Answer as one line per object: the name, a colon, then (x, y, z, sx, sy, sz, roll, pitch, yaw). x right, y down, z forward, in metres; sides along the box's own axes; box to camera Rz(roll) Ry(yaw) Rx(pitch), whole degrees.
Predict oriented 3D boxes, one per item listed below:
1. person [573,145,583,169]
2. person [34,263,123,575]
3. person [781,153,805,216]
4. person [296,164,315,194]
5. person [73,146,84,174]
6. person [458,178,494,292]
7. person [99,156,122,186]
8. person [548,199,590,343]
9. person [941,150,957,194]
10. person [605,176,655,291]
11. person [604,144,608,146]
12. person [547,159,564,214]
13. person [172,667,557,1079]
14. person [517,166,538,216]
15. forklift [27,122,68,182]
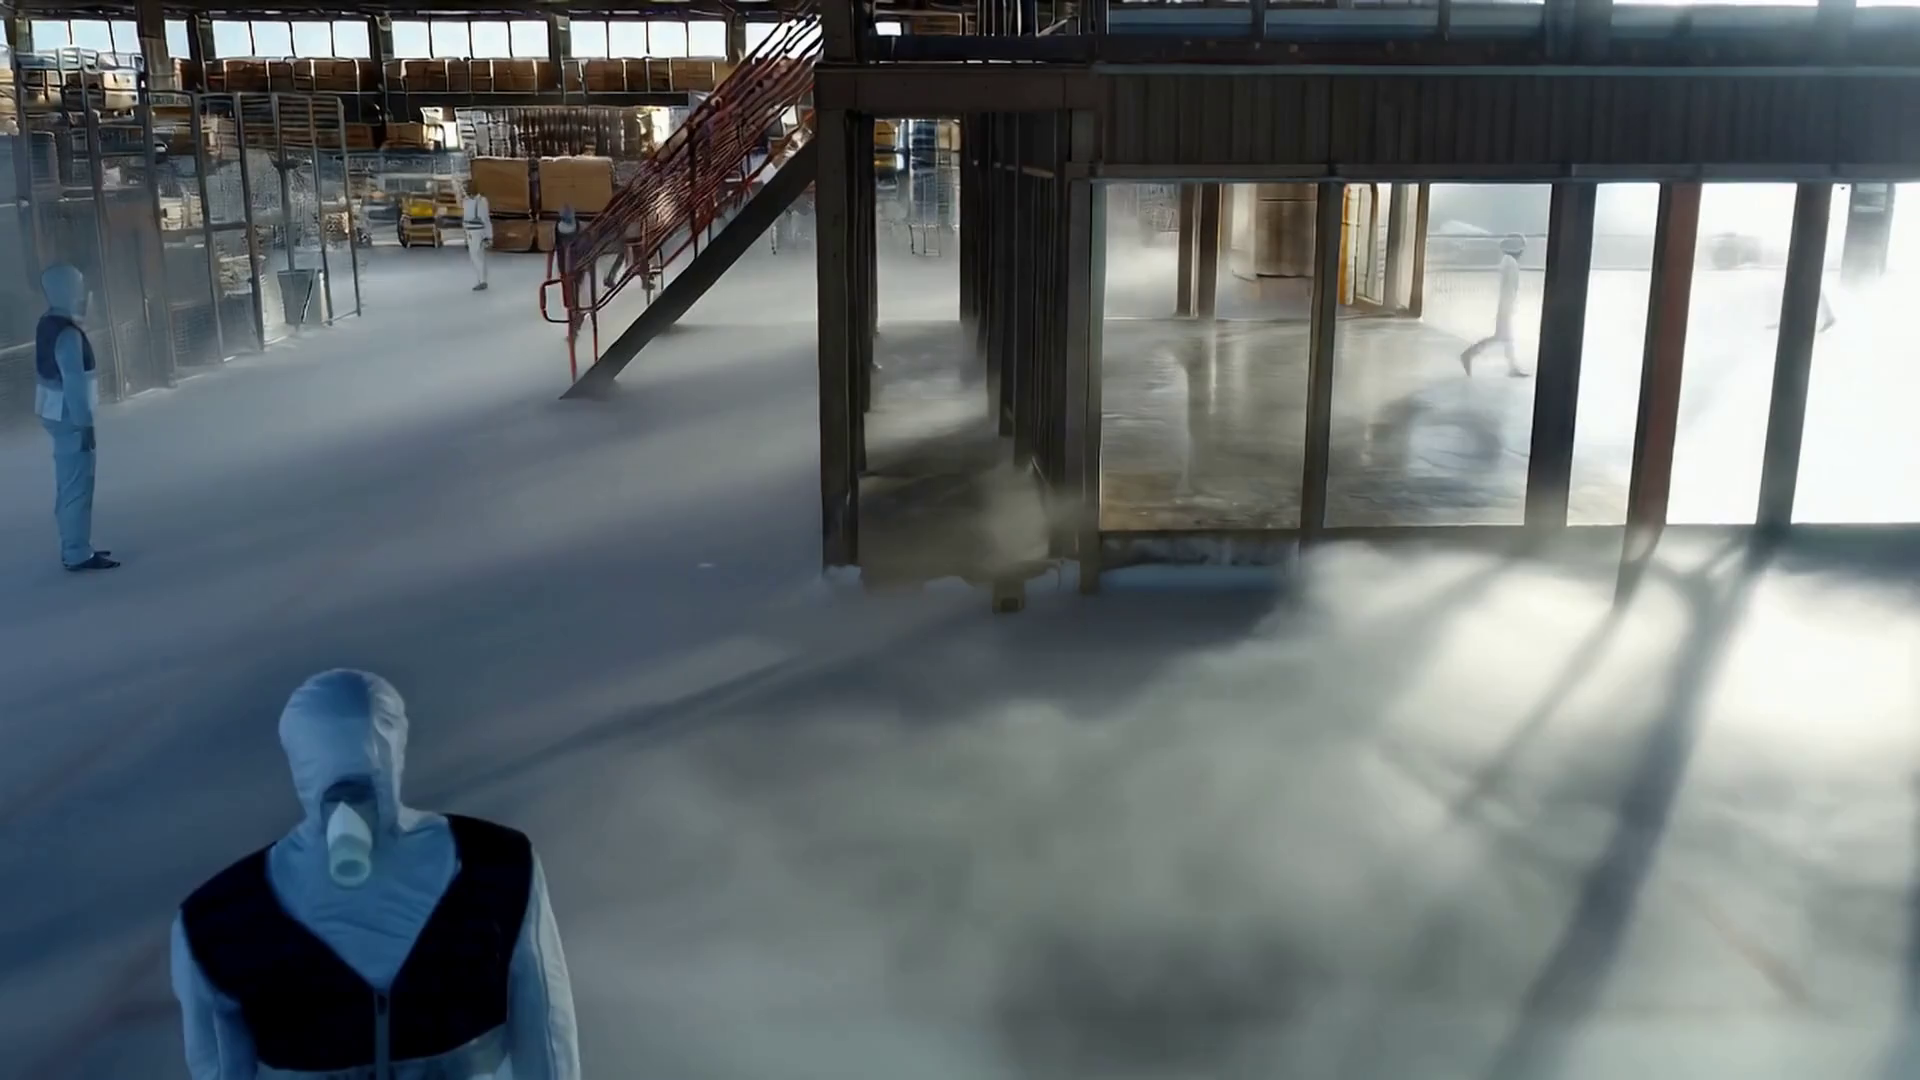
person: (-17.219, -16.903, 75.035, 0.422, 1.817, 0.621, -4, 15, -17)
person: (-5.477, -0.740, 10.258, 0.383, 1.912, 0.591, -10, 17, -36)
person: (-5.063, -10.780, 50.453, 0.585, 1.885, 1.007, 8, 16, 30)
person: (-15.970, -8.282, 40.687, 0.969, 1.756, 0.668, 4, 15, 16)
person: (-40.205, -17.097, 75.931, 0.547, 1.752, 0.491, 1, 14, 3)
person: (-8.062, -5.032, 27.492, 0.623, 1.862, 0.659, 8, 16, 30)
person: (-23.682, -9.756, 46.408, 0.663, 1.857, 0.990, 1, 14, 6)
person: (-5.024, -3.479, 21.435, 0.526, 1.806, 0.958, 0, 14, 1)
person: (-0.377, -14.563, 65.884, 0.552, 1.714, 0.907, -10, 17, -35)
person: (-5.511, -5.116, 27.760, 0.581, 1.902, 0.840, 8, 16, 28)
person: (-18.718, -20.172, 88.095, 0.578, 1.831, 0.461, -2, 14, -8)
person: (-9.793, -8.306, 40.460, 1.057, 1.937, 0.641, 1, 14, 3)
person: (-0.983, 1.114, 2.863, 0.585, 1.911, 0.391, -7, 16, -28)
person: (-10.324, -8.045, 39.792, 0.486, 1.746, 0.290, -6, 15, -24)
forklift: (-35.376, -14.773, 64.377, 1.129, 2.768, 1.873, -1, 14, -2)
